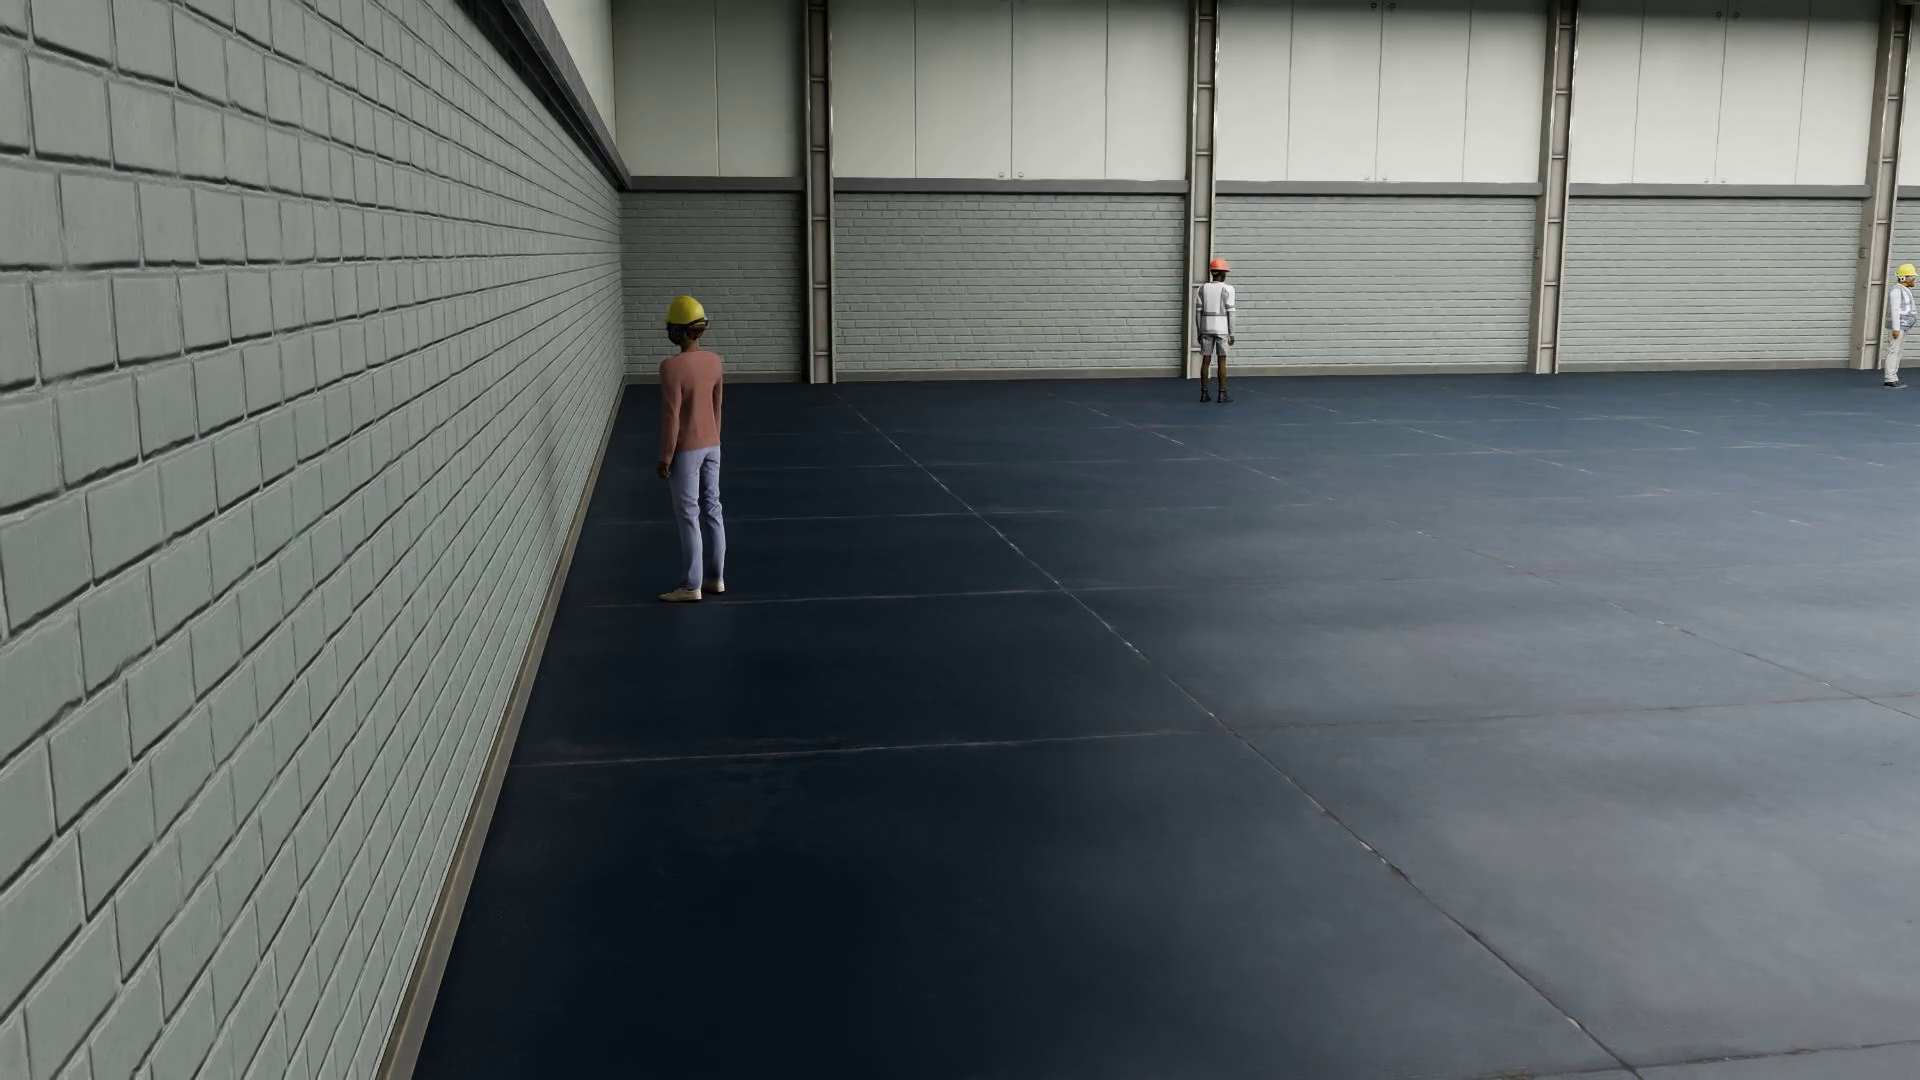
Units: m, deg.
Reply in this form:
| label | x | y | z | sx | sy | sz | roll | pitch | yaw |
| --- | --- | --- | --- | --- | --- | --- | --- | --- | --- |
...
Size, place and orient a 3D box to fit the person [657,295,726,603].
| label | x | y | z | sx | sy | sz | roll | pitch | yaw |
| --- | --- | --- | --- | --- | --- | --- | --- | --- | --- |
| person | -1.563 | -0.521 | 9.625 | 0.308 | 1.772 | 0.525 | 5 | 11 | 27 |

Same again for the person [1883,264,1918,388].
| label | x | y | z | sx | sy | sz | roll | pitch | yaw |
| --- | --- | --- | --- | --- | --- | --- | --- | --- | --- |
| person | 13.955 | -3.168 | 24.674 | 0.404 | 1.835 | 0.586 | 8 | 13 | 39 |

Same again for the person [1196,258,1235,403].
| label | x | y | z | sx | sy | sz | roll | pitch | yaw |
| --- | --- | --- | --- | --- | --- | --- | --- | --- | --- |
| person | 3.430 | -2.801 | 22.274 | 0.548 | 1.934 | 0.374 | 6 | 12 | 32 |
